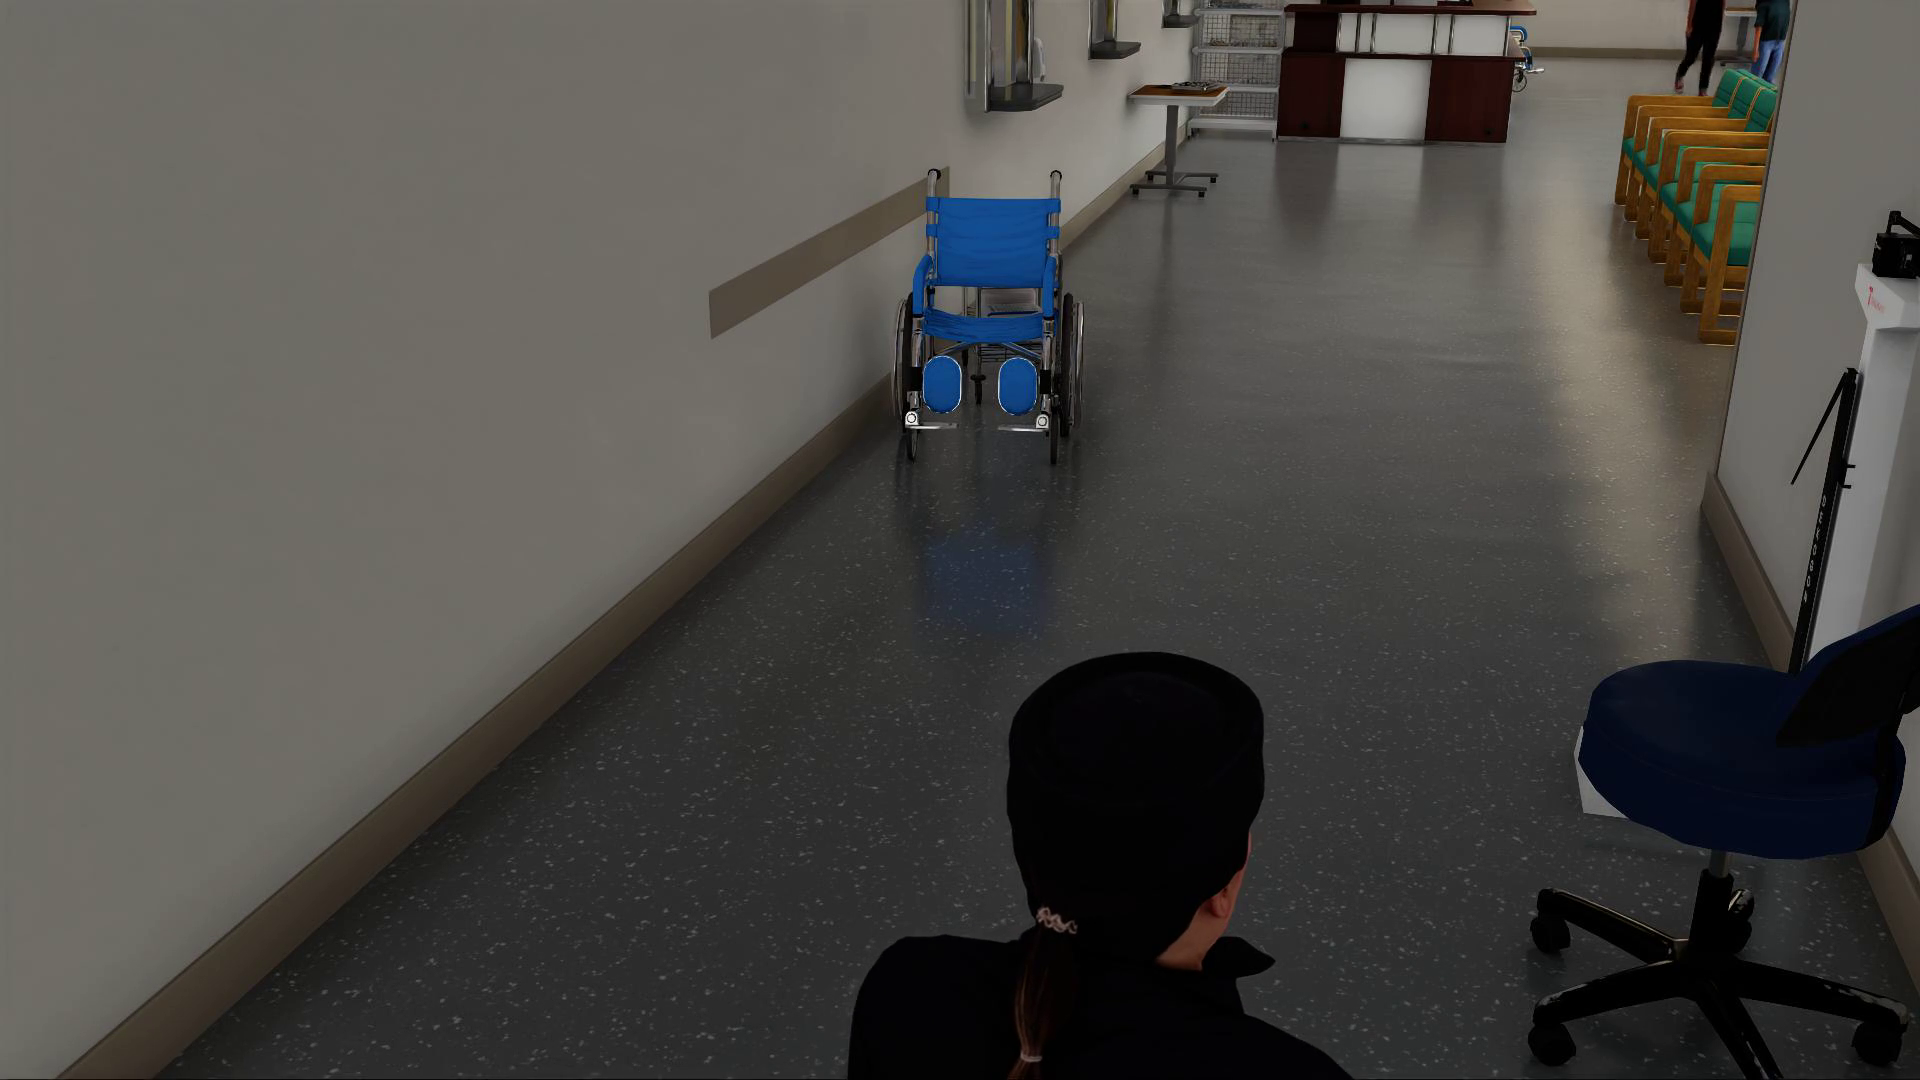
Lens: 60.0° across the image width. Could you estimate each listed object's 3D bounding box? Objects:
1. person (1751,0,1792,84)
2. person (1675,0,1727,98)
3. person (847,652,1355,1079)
[{"bbox_3d":[8.968,-5.466,18.447,0.689,1.614,0.770,-7,22,-17],"label":"person"},{"bbox_3d":[9.189,-6.354,20.614,1.039,1.740,0.861,0,21,-1],"label":"person"},{"bbox_3d":[0.128,0.896,1.569,0.650,1.671,0.814,11,23,27],"label":"person"}]
